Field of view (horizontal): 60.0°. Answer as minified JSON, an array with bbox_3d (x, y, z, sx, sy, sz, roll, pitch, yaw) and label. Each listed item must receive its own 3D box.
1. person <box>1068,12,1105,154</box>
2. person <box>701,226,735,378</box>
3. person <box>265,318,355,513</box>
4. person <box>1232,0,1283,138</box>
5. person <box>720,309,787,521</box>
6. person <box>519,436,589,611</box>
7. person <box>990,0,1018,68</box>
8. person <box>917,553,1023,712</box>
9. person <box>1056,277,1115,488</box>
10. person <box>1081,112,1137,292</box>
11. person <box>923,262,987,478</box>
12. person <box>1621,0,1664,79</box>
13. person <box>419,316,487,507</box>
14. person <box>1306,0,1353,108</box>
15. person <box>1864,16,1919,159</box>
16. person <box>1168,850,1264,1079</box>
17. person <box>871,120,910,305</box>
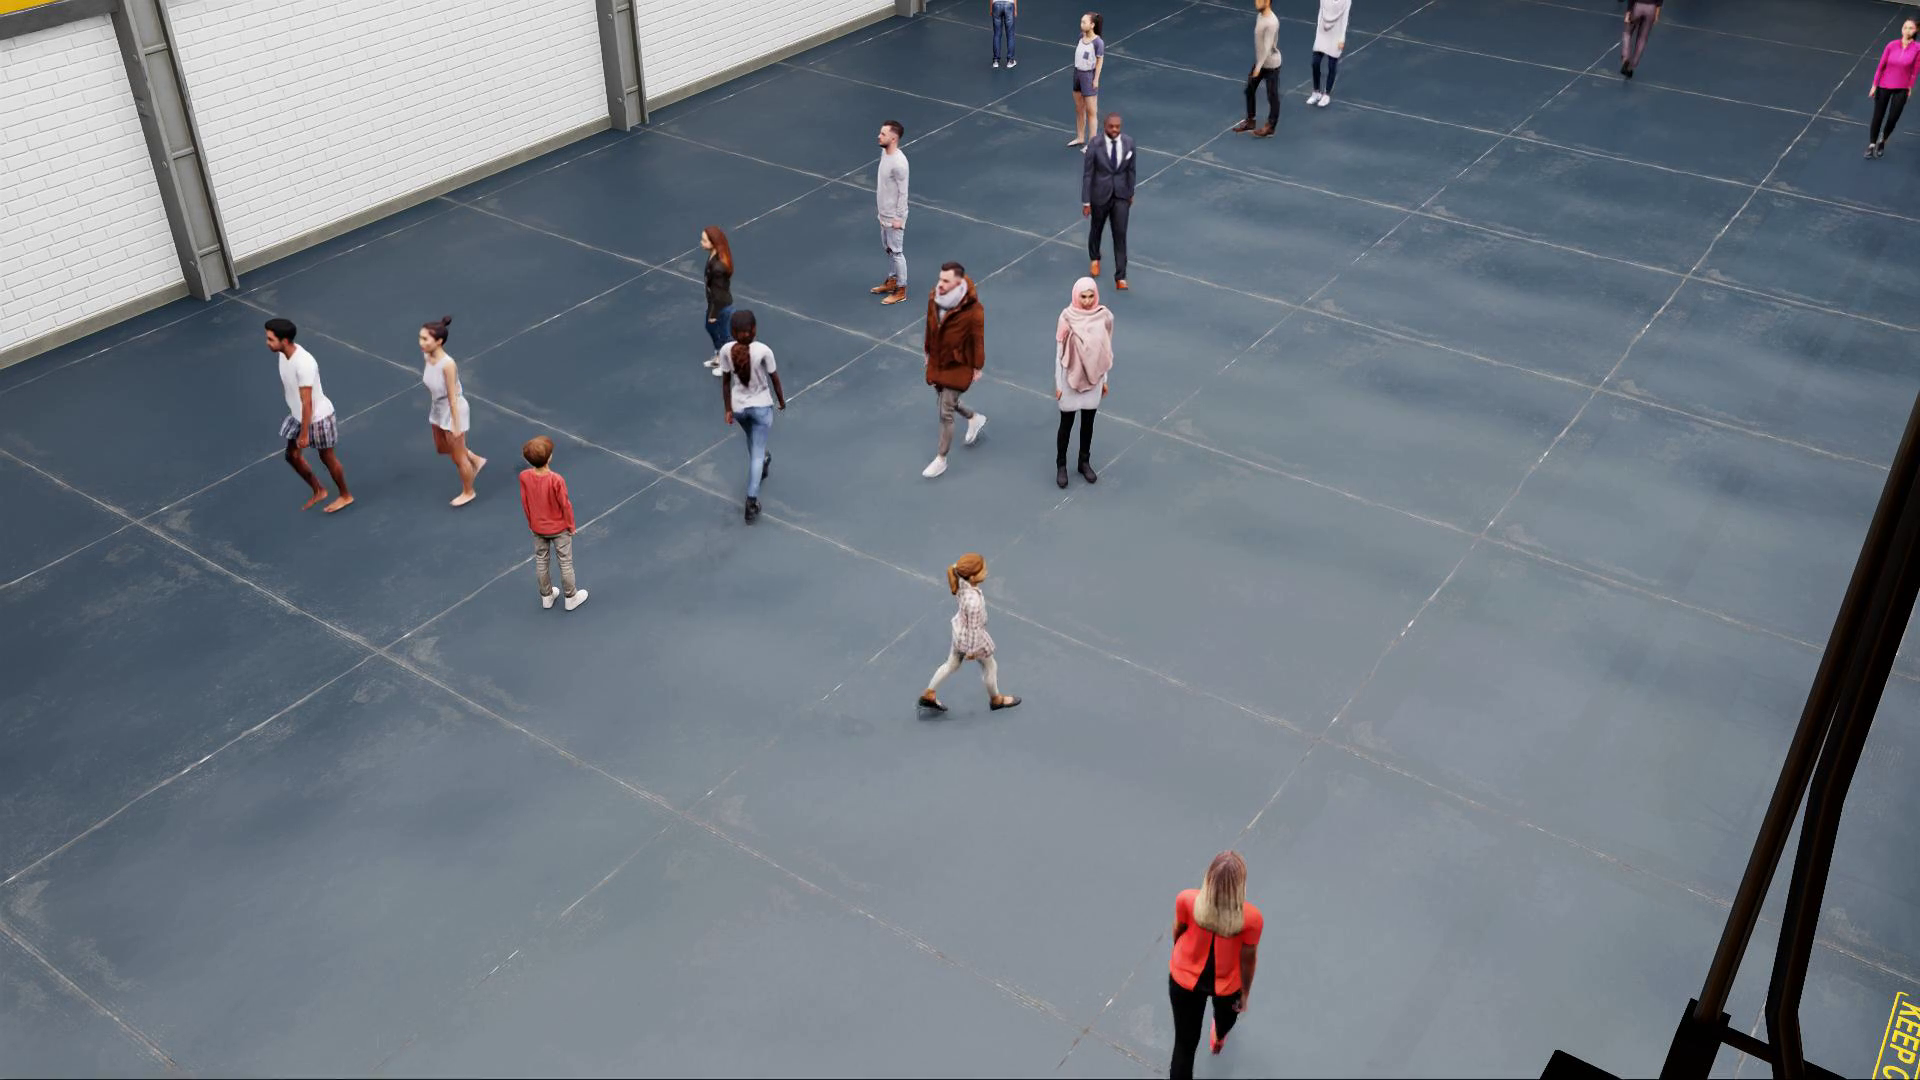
[{"bbox_3d":[1.527,-5.513,19.979,0.639,1.650,0.660,-21,39,-28],"label":"person"},{"bbox_3d":[-2.120,-2.173,15.111,0.759,1.477,0.699,-5,34,-8],"label":"person"},{"bbox_3d":[-5.049,-0.998,13.133,0.652,1.710,0.664,27,42,34],"label":"person"},{"bbox_3d":[3.818,-5.790,20.226,0.905,1.838,0.838,-10,35,-15],"label":"person"},{"bbox_3d":[-1.650,-0.965,13.115,0.882,1.675,1.198,7,34,11],"label":"person"},{"bbox_3d":[-2.986,-0.121,12.079,0.581,1.416,0.574,7,34,11],"label":"person"},{"bbox_3d":[0.594,-7.259,22.686,0.616,1.562,0.636,6,34,9],"label":"person"},{"bbox_3d":[-0.003,0.638,11.058,0.985,1.282,0.890,-8,35,-12],"label":"person"},{"bbox_3d":[0.981,-1.290,13.488,0.715,1.803,0.786,-8,34,-12],"label":"person"},{"bbox_3d":[1.474,-3.452,16.764,1.206,1.777,1.292,-4,34,-6],"label":"person"},{"bbox_3d":[-0.024,-1.460,13.740,0.782,1.807,1.154,26,42,33],"label":"person"},{"bbox_3d":[9.085,-6.955,22.137,0.683,1.662,0.712,9,35,14],"label":"person"},{"bbox_3d":[-4.012,-1.043,13.304,0.617,1.595,0.702,27,42,34],"label":"person"},{"bbox_3d":[4.793,-6.450,21.284,0.634,1.766,0.575,23,40,31],"label":"person"},{"bbox_3d":[11.088,-5.373,19.736,0.577,1.686,0.573,21,39,29],"label":"person"},{"bbox_3d":[1.213,2.265,8.278,0.892,1.650,1.203,7,34,10],"label":"person"},{"bbox_3d":[-0.669,-3.249,16.402,0.769,1.840,0.767,-13,36,-19],"label":"person"}]
